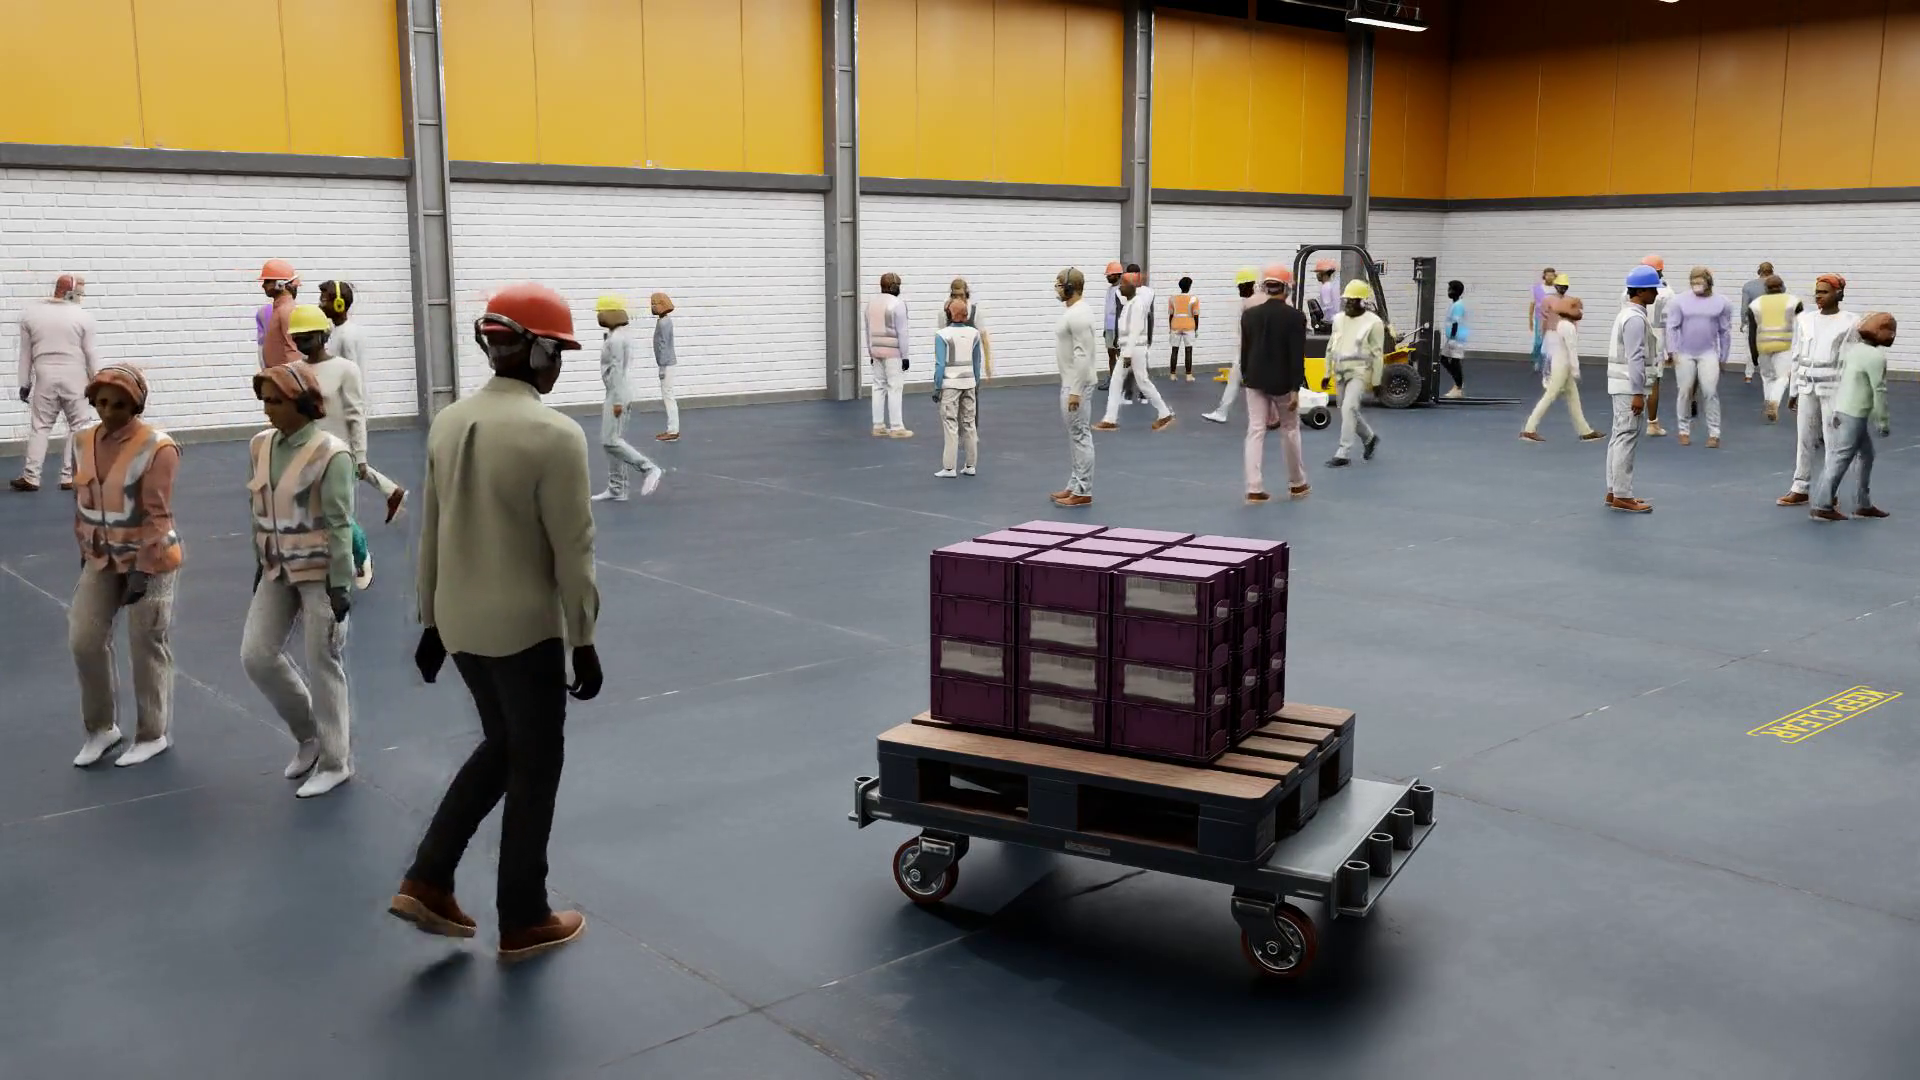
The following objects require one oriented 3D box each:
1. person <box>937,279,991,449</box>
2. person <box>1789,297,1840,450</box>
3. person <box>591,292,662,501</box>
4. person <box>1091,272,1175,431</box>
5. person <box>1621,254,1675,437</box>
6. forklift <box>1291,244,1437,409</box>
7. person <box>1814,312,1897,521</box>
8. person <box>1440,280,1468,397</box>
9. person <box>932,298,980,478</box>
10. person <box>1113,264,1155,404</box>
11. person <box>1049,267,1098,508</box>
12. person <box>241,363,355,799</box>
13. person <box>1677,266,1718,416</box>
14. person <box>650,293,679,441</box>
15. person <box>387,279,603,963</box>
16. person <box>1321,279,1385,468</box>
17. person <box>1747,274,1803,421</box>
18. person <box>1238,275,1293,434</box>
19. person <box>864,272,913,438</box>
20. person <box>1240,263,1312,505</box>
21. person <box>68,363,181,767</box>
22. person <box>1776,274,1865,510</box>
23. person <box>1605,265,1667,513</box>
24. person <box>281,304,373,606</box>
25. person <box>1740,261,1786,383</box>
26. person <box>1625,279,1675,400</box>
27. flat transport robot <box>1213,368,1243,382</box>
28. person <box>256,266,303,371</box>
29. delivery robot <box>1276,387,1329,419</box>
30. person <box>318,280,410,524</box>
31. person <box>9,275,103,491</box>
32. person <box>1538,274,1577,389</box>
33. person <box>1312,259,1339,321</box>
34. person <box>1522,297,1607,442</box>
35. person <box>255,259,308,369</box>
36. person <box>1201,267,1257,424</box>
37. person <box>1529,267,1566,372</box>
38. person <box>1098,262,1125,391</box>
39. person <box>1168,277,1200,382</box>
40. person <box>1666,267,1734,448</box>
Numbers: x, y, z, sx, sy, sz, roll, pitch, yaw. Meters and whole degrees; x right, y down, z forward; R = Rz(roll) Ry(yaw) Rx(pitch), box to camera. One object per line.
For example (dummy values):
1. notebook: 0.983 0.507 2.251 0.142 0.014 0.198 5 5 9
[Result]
1. person: 0.045 -1.872 17.671 0.578 1.782 1.016 1 10 6
2. person: 9.087 -1.832 17.470 0.980 1.767 0.620 -8 13 -39
3. person: -2.788 -1.168 13.691 0.485 1.725 0.496 -2 10 -13
4. person: 2.044 -2.172 19.241 0.955 1.845 0.579 -2 10 -11
5. person: 7.715 -2.174 18.674 0.615 2.046 0.393 9 13 43
6. forklift: 5.256 -2.933 22.661 2.313 2.155 1.214 3 10 16
7. person: 6.873 -0.923 12.602 0.688 1.595 0.520 1 10 8
8. person: 7.066 -2.870 23.793 0.368 1.685 0.542 1 10 7
9. person: -0.028 -1.382 15.204 0.522 1.640 0.306 -8 12 -38
10. person: 2.390 -2.818 22.801 0.592 1.916 0.375 -4 10 -20
11. person: 0.925 -1.226 13.423 0.375 1.936 0.628 0 10 0
12. person: -2.462 0.152 6.238 0.547 1.626 0.372 5 11 26
13. person: 9.331 -2.523 21.118 0.549 1.909 0.922 2 10 12
14. person: -3.248 -1.901 18.290 0.280 1.624 0.494 -2 10 -10
15. person: -1.288 0.245 4.755 0.619 1.963 0.566 7 12 37
16. person: 3.837 -1.605 16.040 0.793 1.809 0.602 -6 12 -33
17. person: 9.872 -2.316 20.191 0.638 1.811 0.775 7 12 36
18. person: 3.567 -2.139 18.983 0.955 1.860 0.638 -8 13 -41
19. person: -0.780 -2.062 18.598 0.429 1.839 0.634 -10 14 -44
20. person: 2.625 -1.293 13.740 0.636 1.953 0.943 6 12 33
21. person: -3.289 0.118 6.506 0.544 1.615 0.456 2 10 13
22. person: 6.888 -1.177 13.296 0.353 1.883 0.577 -5 11 -28
23. person: 5.342 -1.195 13.207 0.391 1.948 0.605 2 10 14
24. person: -3.695 -0.494 9.671 0.539 1.750 0.421 2 10 11
25. person: 12.770 -3.460 26.497 0.635 1.937 0.352 4 10 21
26. person: 9.719 -3.003 23.521 0.695 2.000 0.687 5 11 26
27. flat transport robot: 4.755 -2.678 26.795 0.652 0.197 1.431 9 13 43
28. person: -6.132 -1.539 15.253 0.552 1.936 0.379 2 10 11
29. delivery robot: 3.956 -1.632 19.564 0.707 0.478 0.477 0 10 0
30. person: -4.394 -0.948 12.027 0.610 1.859 0.530 -4 10 -21
31. person: -7.840 -1.353 14.402 0.846 1.859 0.413 -1 10 -6
32. person: 8.970 -3.103 24.931 0.557 1.750 0.372 0 10 0
33. person: 5.462 -3.175 24.728 1.083 1.984 0.611 5 11 28
34. person: 6.588 -1.845 18.079 0.892 1.583 0.524 2 10 11
35. person: -5.671 -1.354 14.001 0.376 1.995 0.612 -5 11 -27
36. person: 3.344 -2.288 19.786 0.930 1.883 0.600 -2 10 -11
37. person: 10.136 -3.782 28.696 0.589 1.827 0.445 2 10 13
38. person: 2.309 -3.190 24.919 0.356 1.934 0.552 -5 11 -28
39. person: 3.609 -3.392 26.823 0.530 1.691 0.318 4 10 22
40. person: 7.826 -1.931 17.654 0.638 1.903 0.563 5 11 27
